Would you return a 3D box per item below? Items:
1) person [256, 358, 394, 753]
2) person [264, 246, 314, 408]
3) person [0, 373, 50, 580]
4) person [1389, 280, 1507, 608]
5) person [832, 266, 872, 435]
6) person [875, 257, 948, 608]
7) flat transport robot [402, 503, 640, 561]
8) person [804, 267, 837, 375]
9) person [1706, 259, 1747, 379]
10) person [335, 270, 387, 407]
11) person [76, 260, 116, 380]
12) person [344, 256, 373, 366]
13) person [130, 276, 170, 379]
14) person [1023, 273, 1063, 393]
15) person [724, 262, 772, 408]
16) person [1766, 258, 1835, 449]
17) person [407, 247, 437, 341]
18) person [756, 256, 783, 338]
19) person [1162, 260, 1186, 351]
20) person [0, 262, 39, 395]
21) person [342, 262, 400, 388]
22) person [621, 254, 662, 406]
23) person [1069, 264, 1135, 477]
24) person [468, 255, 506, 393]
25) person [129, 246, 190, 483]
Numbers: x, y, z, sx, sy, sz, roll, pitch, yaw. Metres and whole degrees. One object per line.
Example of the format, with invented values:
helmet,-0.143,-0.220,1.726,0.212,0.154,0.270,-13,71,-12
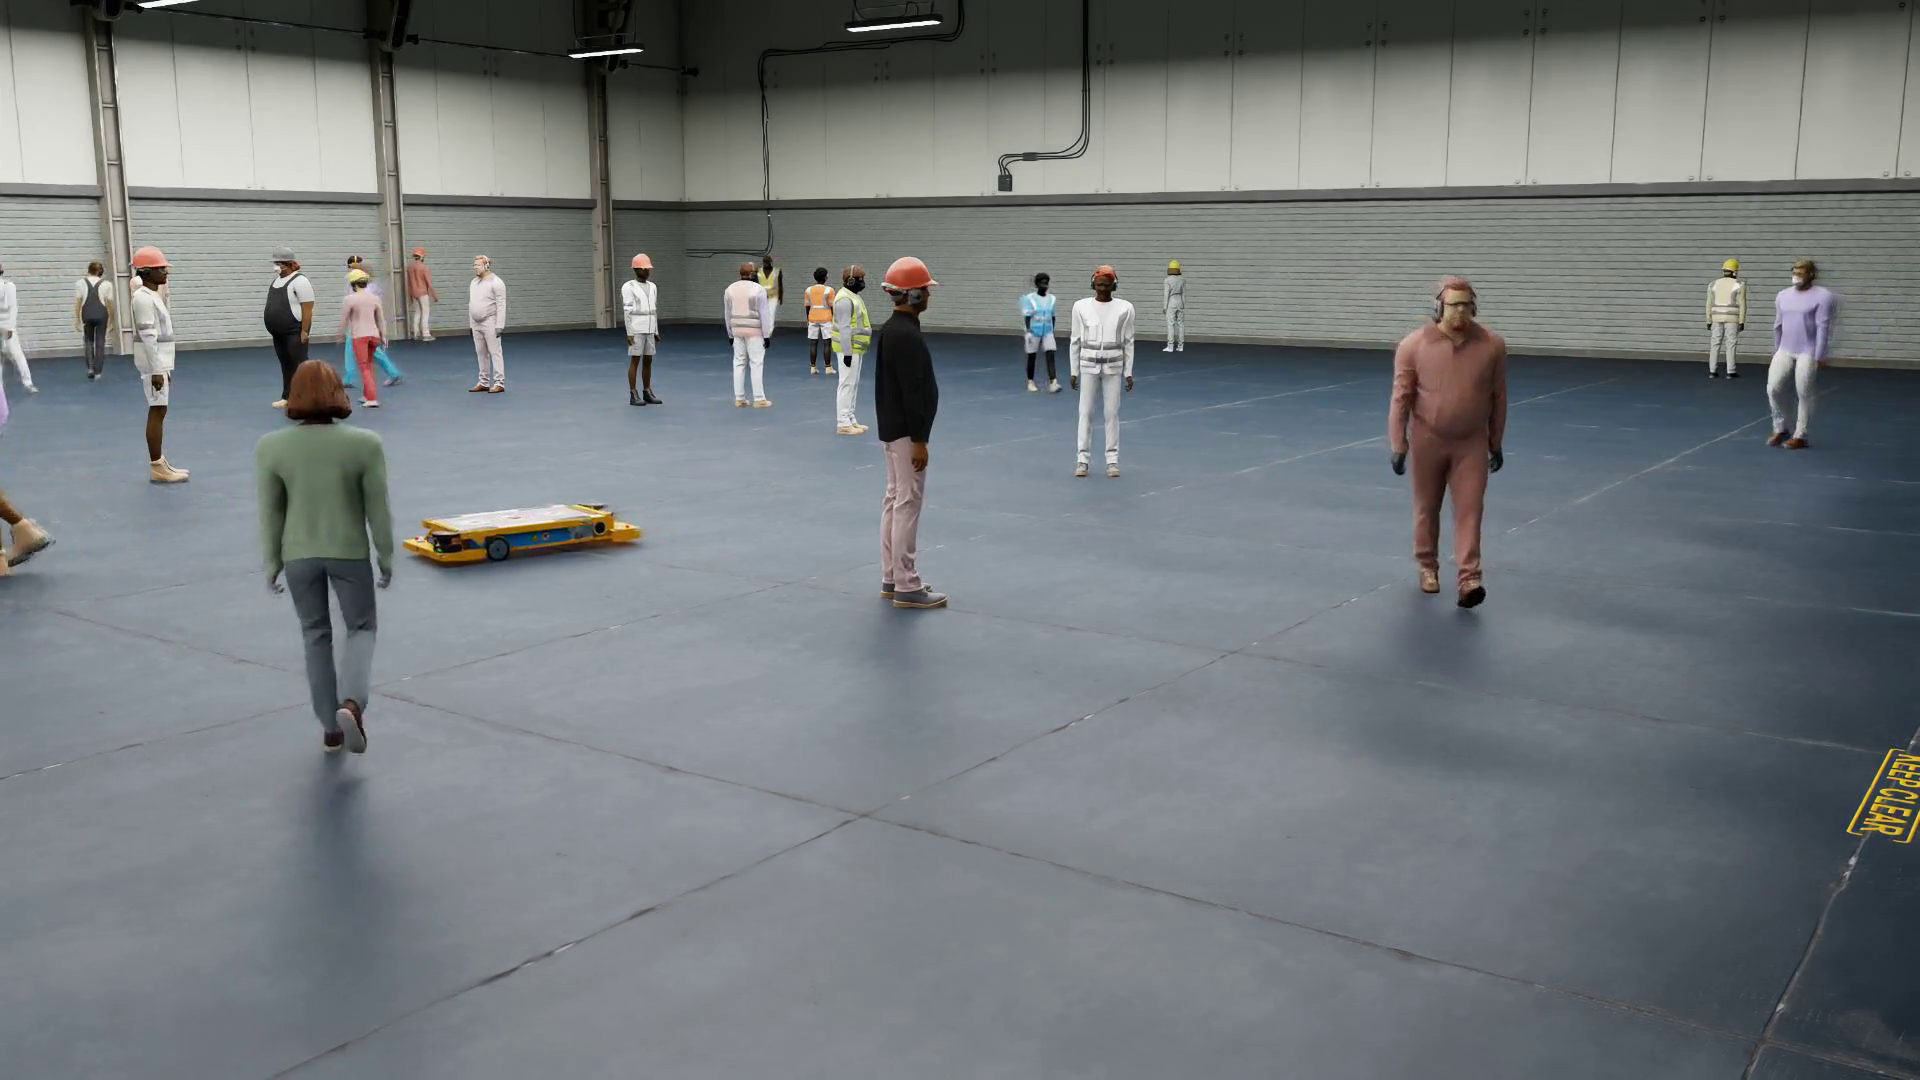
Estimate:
person,-2.540,0.088,6.668,0.506,1.621,0.530,-2,10,-12
person,-8.434,-2.651,20.838,0.689,2.000,0.538,7,12,35
person,-6.072,-0.742,10.212,0.533,2.014,0.654,-4,11,-21
person,2.818,-0.551,9.569,0.674,1.856,0.994,1,10,8
person,-1.178,-2.066,18.156,0.430,1.836,0.628,1,10,6
person,-0.298,-0.613,9.544,0.371,1.997,0.622,-3,10,-14
flat transport robot,-2.975,-0.066,11.315,1.431,0.197,0.652,-8,13,-39
person,-2.196,-3.459,26.327,0.540,1.696,0.315,4,11,21
person,11.804,-3.400,25.614,0.404,1.834,0.591,-9,14,-41
person,-7.657,-2.566,21.219,0.759,1.737,0.547,7,12,35
person,-13.186,-3.355,25.396,0.546,1.818,0.635,-4,11,-20
person,-10.267,-3.891,28.283,0.328,1.865,0.517,-7,12,-34
person,-12.390,-3.422,25.474,0.363,1.928,0.587,7,12,35
person,1.130,-2.843,22.970,0.537,1.652,0.853,-3,11,-19
person,-2.669,-2.597,21.100,0.629,1.840,0.429,5,11,27
person,8.436,-1.863,16.753,0.519,1.921,0.628,-7,12,-34
person,-11.498,-5.243,35.495,0.633,1.990,0.400,6,12,31
person,-4.237,-5.368,36.734,0.637,1.806,0.932,1,10,4
person,4.119,-4.503,32.044,0.483,1.745,0.299,-5,11,-25
person,-13.098,-2.908,22.776,0.828,1.866,0.395,2,10,14
person,-8.568,-3.092,23.966,0.935,1.811,0.578,-9,14,-41
person,-4.074,-2.698,21.389,0.358,1.938,0.542,7,12,35
person,1.261,-1.502,14.835,0.573,1.887,0.353,1,10,4
person,-6.616,-3.001,23.174,0.651,1.907,0.409,6,12,32
person,-6.983,-1.521,14.492,0.370,2.048,0.607,-4,11,-22
